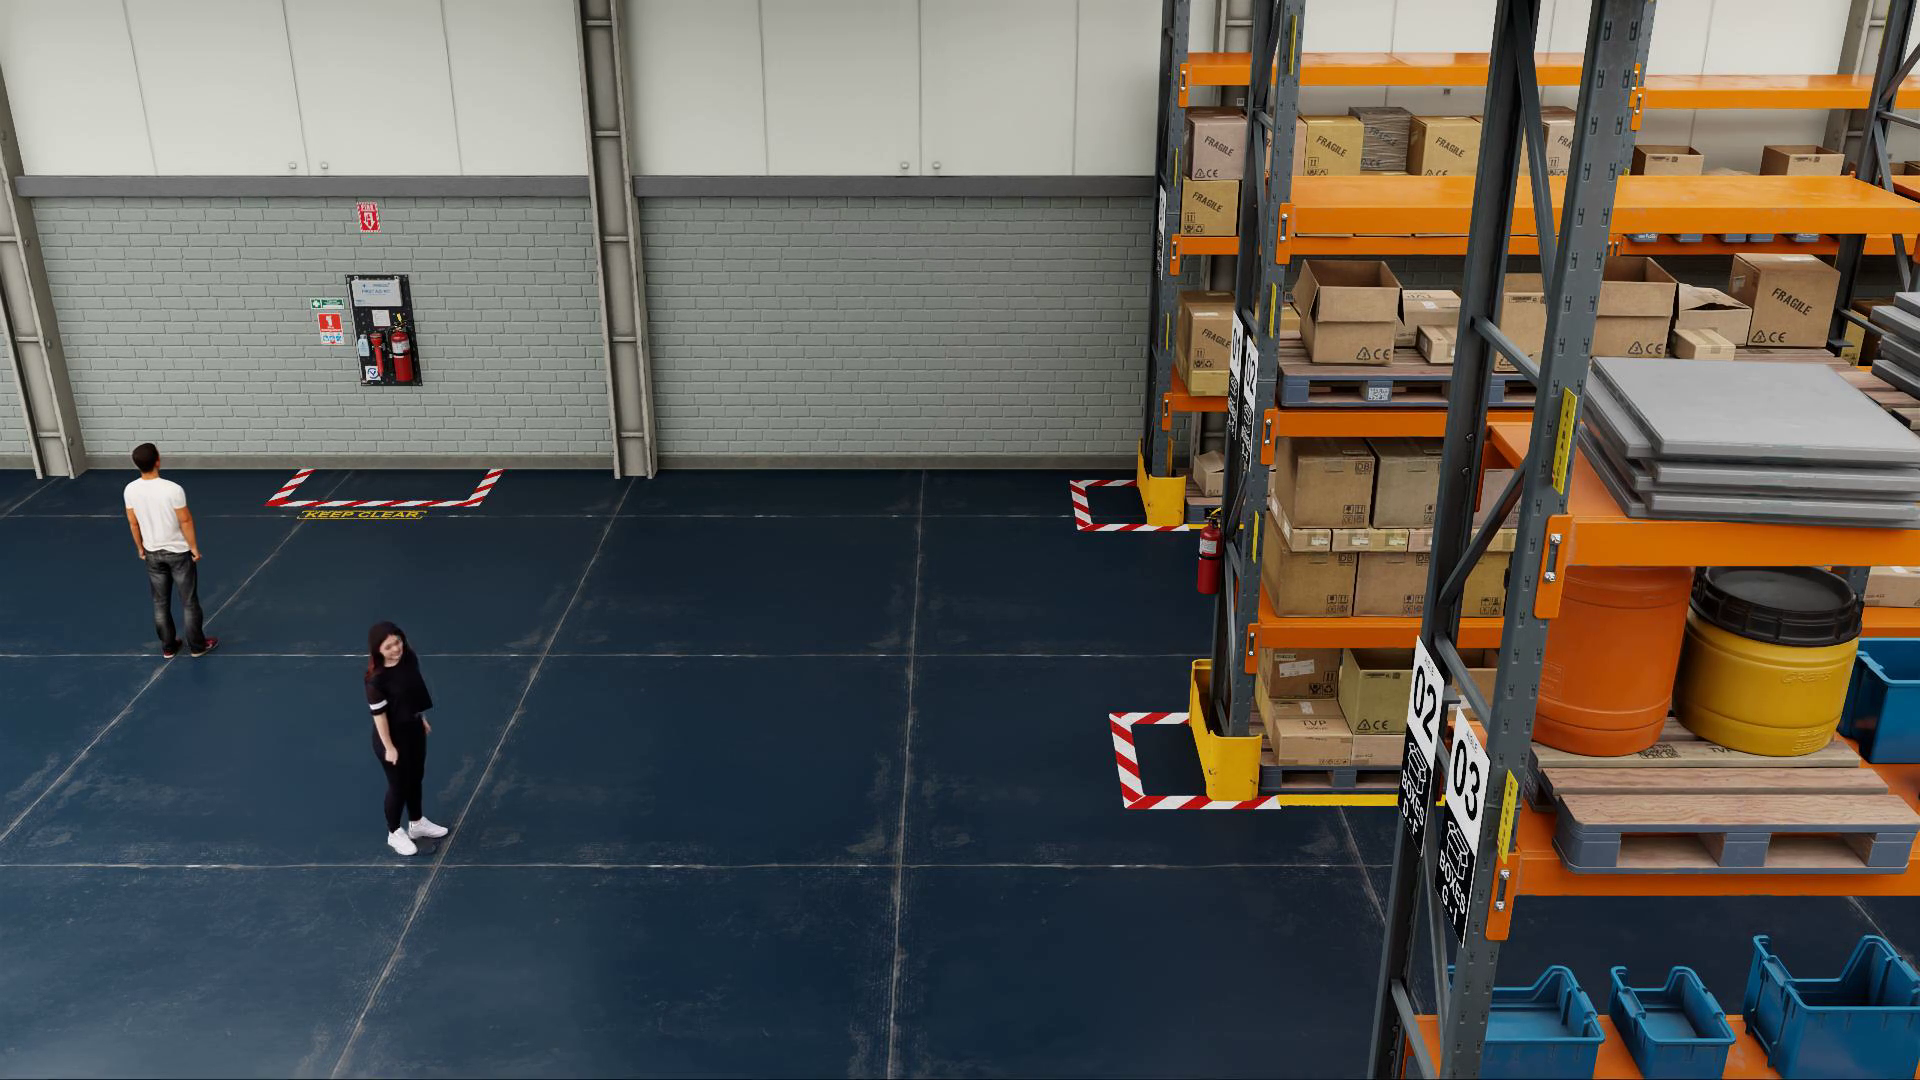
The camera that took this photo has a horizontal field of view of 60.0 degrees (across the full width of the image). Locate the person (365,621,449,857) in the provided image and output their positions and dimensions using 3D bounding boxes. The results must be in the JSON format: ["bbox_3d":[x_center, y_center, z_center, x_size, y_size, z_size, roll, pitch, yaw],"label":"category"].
[{"bbox_3d":[-3.592,1.241,10.741,0.686,1.632,0.685,4,23,9],"label":"person"}]

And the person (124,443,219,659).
[{"bbox_3d":[-6.320,0.085,13.240,0.453,1.804,0.685,0,23,-1],"label":"person"}]
